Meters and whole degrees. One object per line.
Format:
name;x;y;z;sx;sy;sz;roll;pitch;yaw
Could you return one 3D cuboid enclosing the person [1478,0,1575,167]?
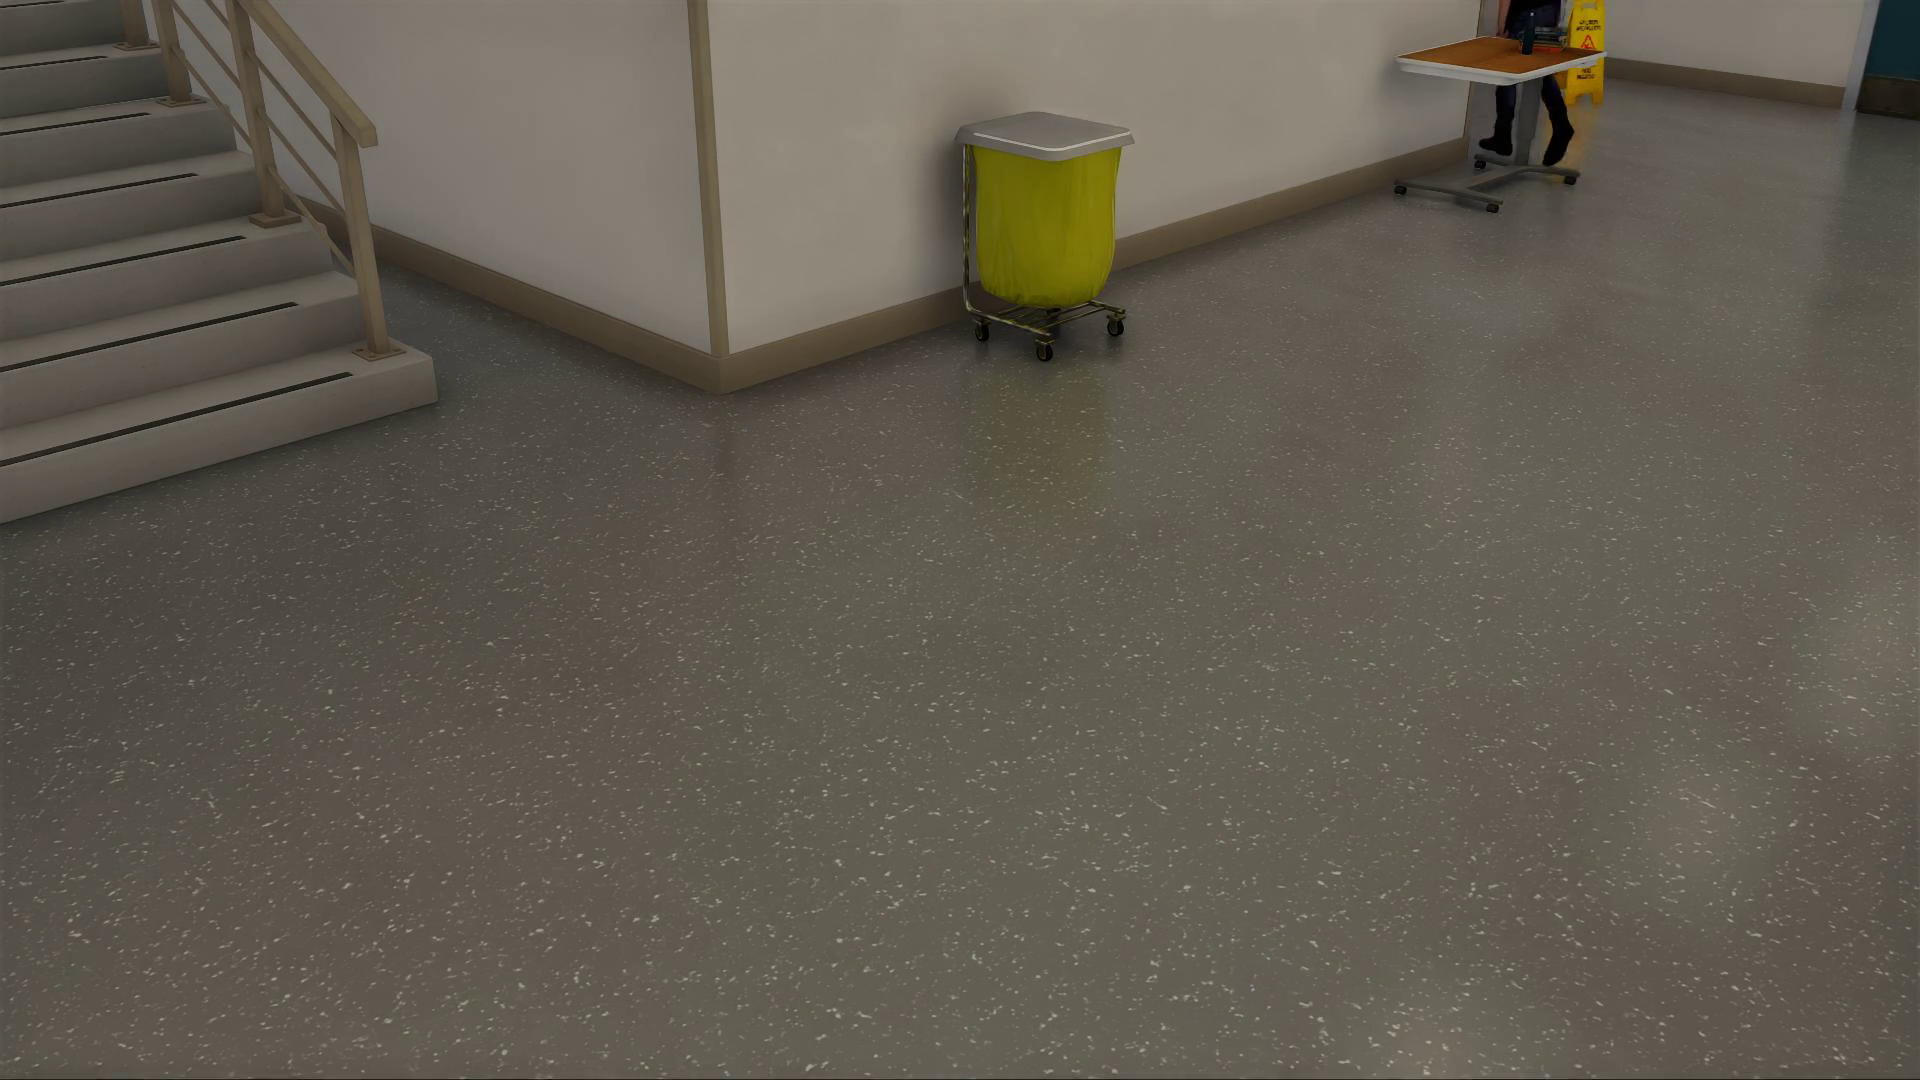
person;3.632;-3.280;10.389;1.030;1.868;1.253;-7;27;-15
